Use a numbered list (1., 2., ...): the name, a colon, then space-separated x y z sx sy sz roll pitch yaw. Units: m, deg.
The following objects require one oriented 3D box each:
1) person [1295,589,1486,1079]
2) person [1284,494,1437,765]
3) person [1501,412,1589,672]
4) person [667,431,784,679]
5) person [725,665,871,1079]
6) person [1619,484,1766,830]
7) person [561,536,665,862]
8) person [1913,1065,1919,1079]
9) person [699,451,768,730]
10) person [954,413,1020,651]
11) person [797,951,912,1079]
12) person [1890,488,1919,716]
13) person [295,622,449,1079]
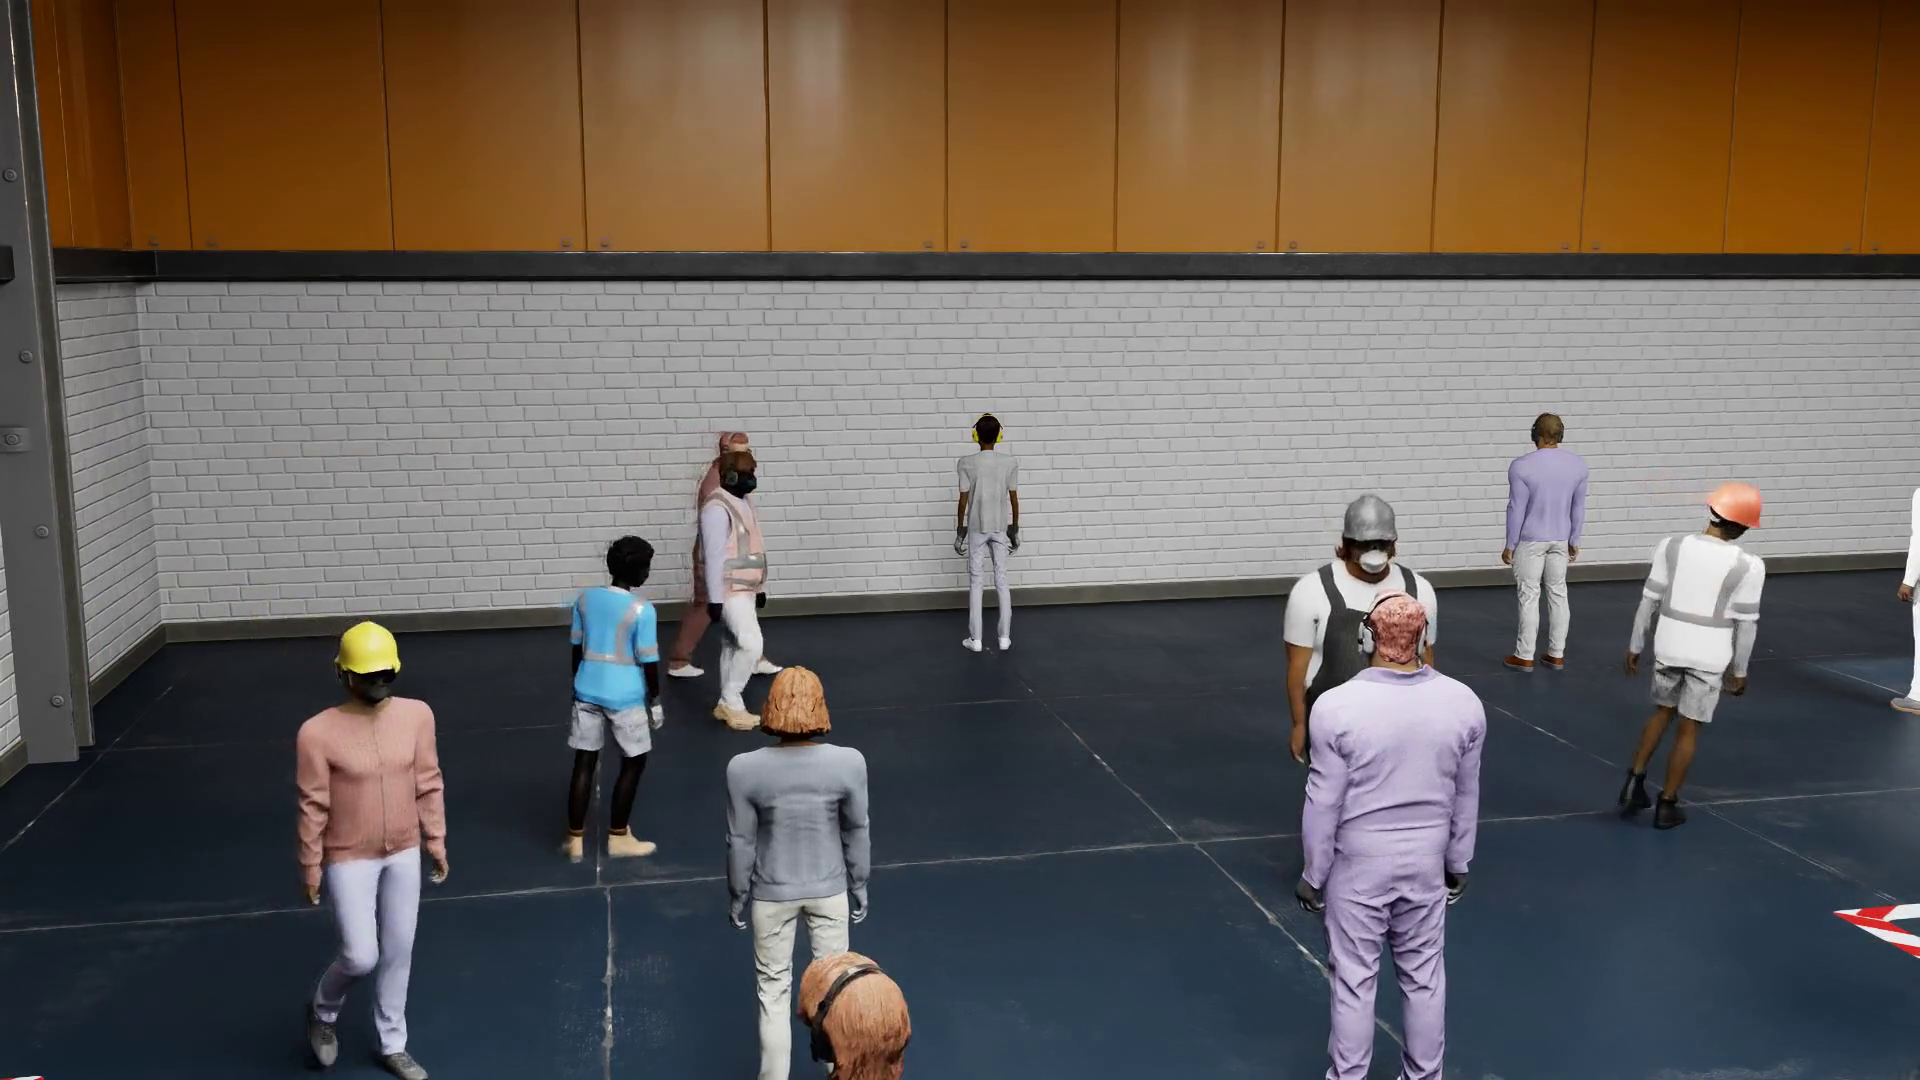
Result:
1. person: 1.473 1.114 5.795 0.651 1.907 0.409 -2 10 -12
2. person: 1.798 0.769 7.491 0.692 2.000 0.698 0 9 -1
3. person: 4.336 0.016 12.388 0.635 1.939 0.360 -2 10 -12
4. person: -1.738 0.119 12.082 0.846 1.843 0.671 1 9 5
5. person: -0.564 1.245 5.825 0.507 1.632 0.275 -2 10 -12
6. person: 3.910 0.622 8.873 0.654 1.882 0.405 9 13 43
7. person: -1.779 0.810 8.403 0.589 1.662 0.429 5 11 29
8. person: 2.009 1.576 3.077 0.652 1.874 0.452 9 13 43
9. person: -1.432 0.334 10.785 0.479 1.828 0.659 2 9 10
10. person: 0.210 -0.059 13.058 0.531 1.870 0.316 -2 10 -12
11. person: -0.203 1.638 3.397 0.522 1.645 0.305 -2 10 -12
12. person: 6.580 0.245 11.155 0.584 1.883 0.345 -2 10 -12
13. person: -2.159 1.146 6.099 0.440 1.750 0.525 9 13 42
